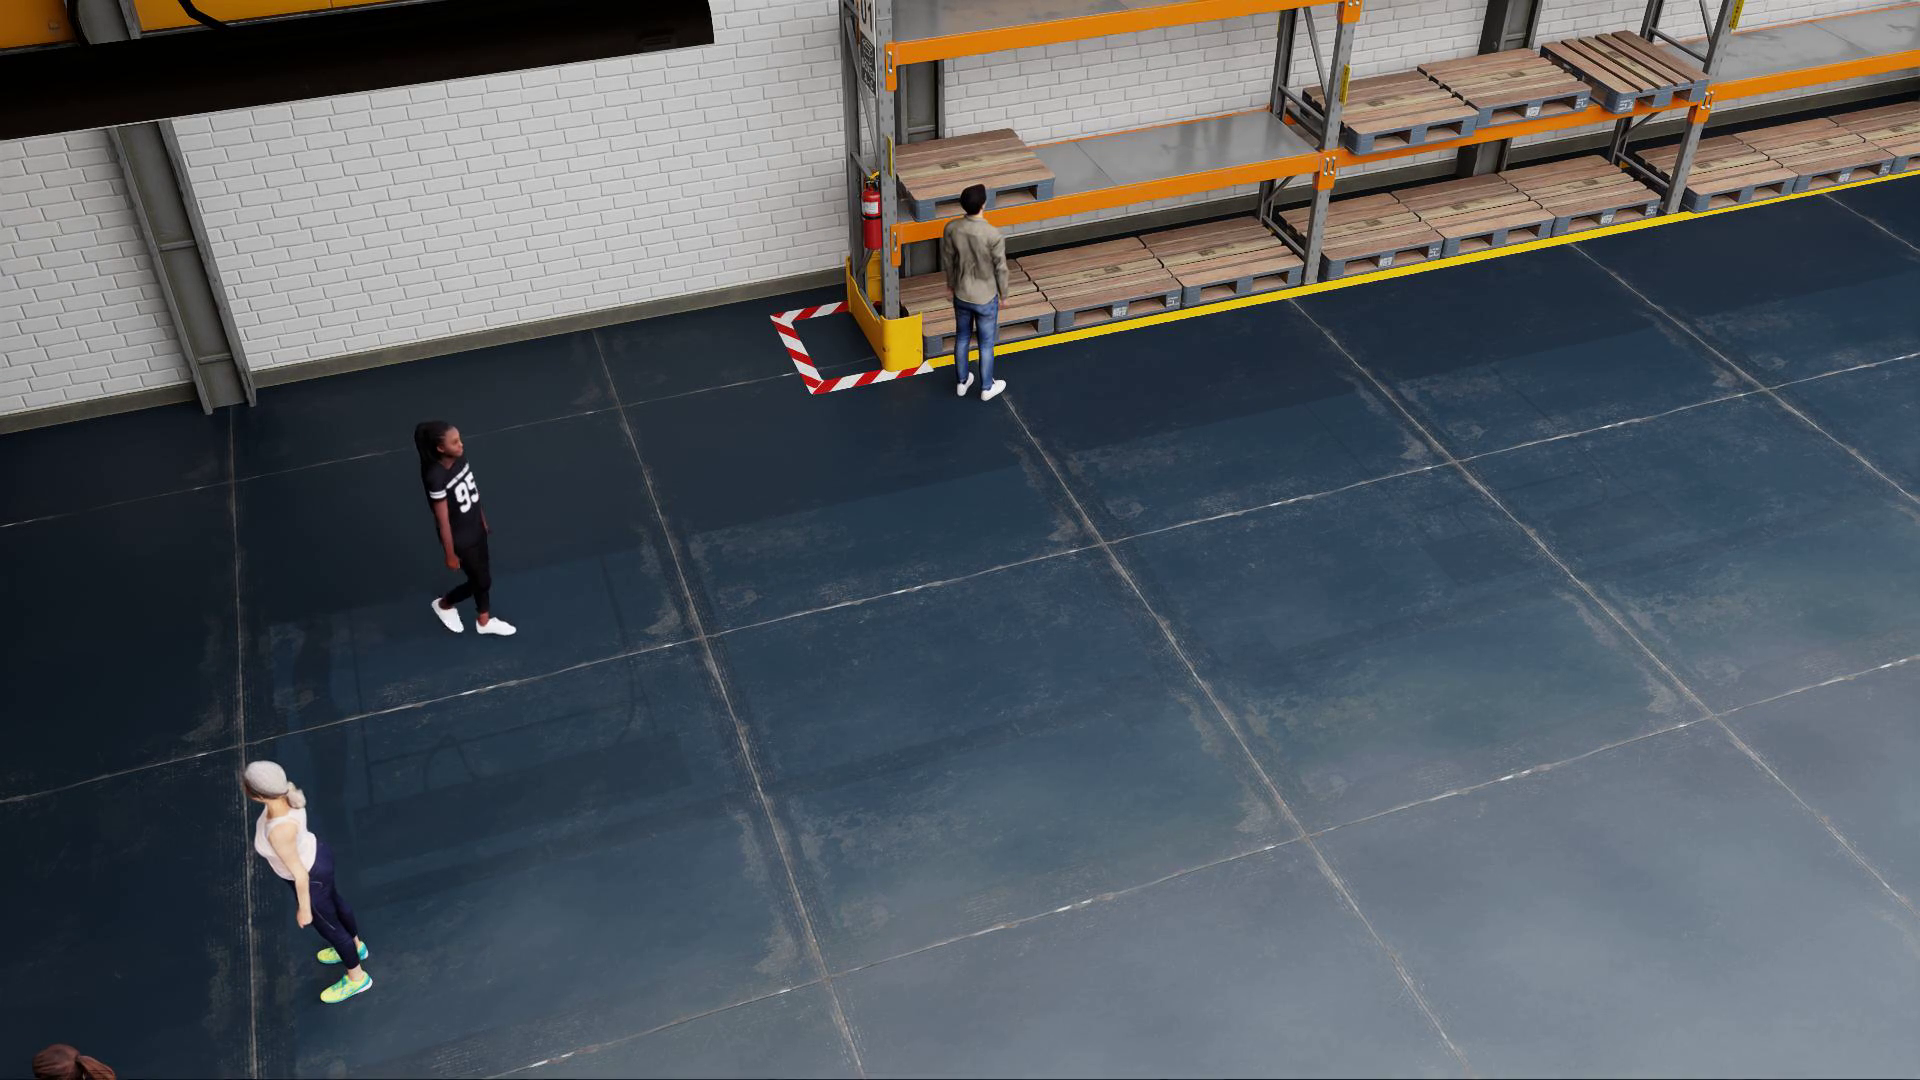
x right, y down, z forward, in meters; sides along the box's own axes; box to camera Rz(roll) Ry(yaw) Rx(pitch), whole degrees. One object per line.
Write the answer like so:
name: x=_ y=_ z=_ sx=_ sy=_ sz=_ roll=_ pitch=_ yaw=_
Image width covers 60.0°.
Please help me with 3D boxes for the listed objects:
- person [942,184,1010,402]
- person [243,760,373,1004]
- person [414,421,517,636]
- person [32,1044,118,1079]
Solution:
person: x=0.118 y=-1.949 z=13.189 sx=0.780 sy=1.865 sz=0.840 roll=16 pitch=41 yaw=19
person: x=-3.392 y=1.753 z=8.683 sx=0.539 sy=1.702 sz=0.602 roll=-11 pitch=40 yaw=-14
person: x=-3.341 y=-0.041 z=10.913 sx=0.895 sy=1.722 sz=0.814 roll=6 pitch=39 yaw=7
person: x=-3.845 y=2.760 z=7.540 sx=0.559 sy=1.555 sz=0.550 roll=-16 pitch=41 yaw=-19
